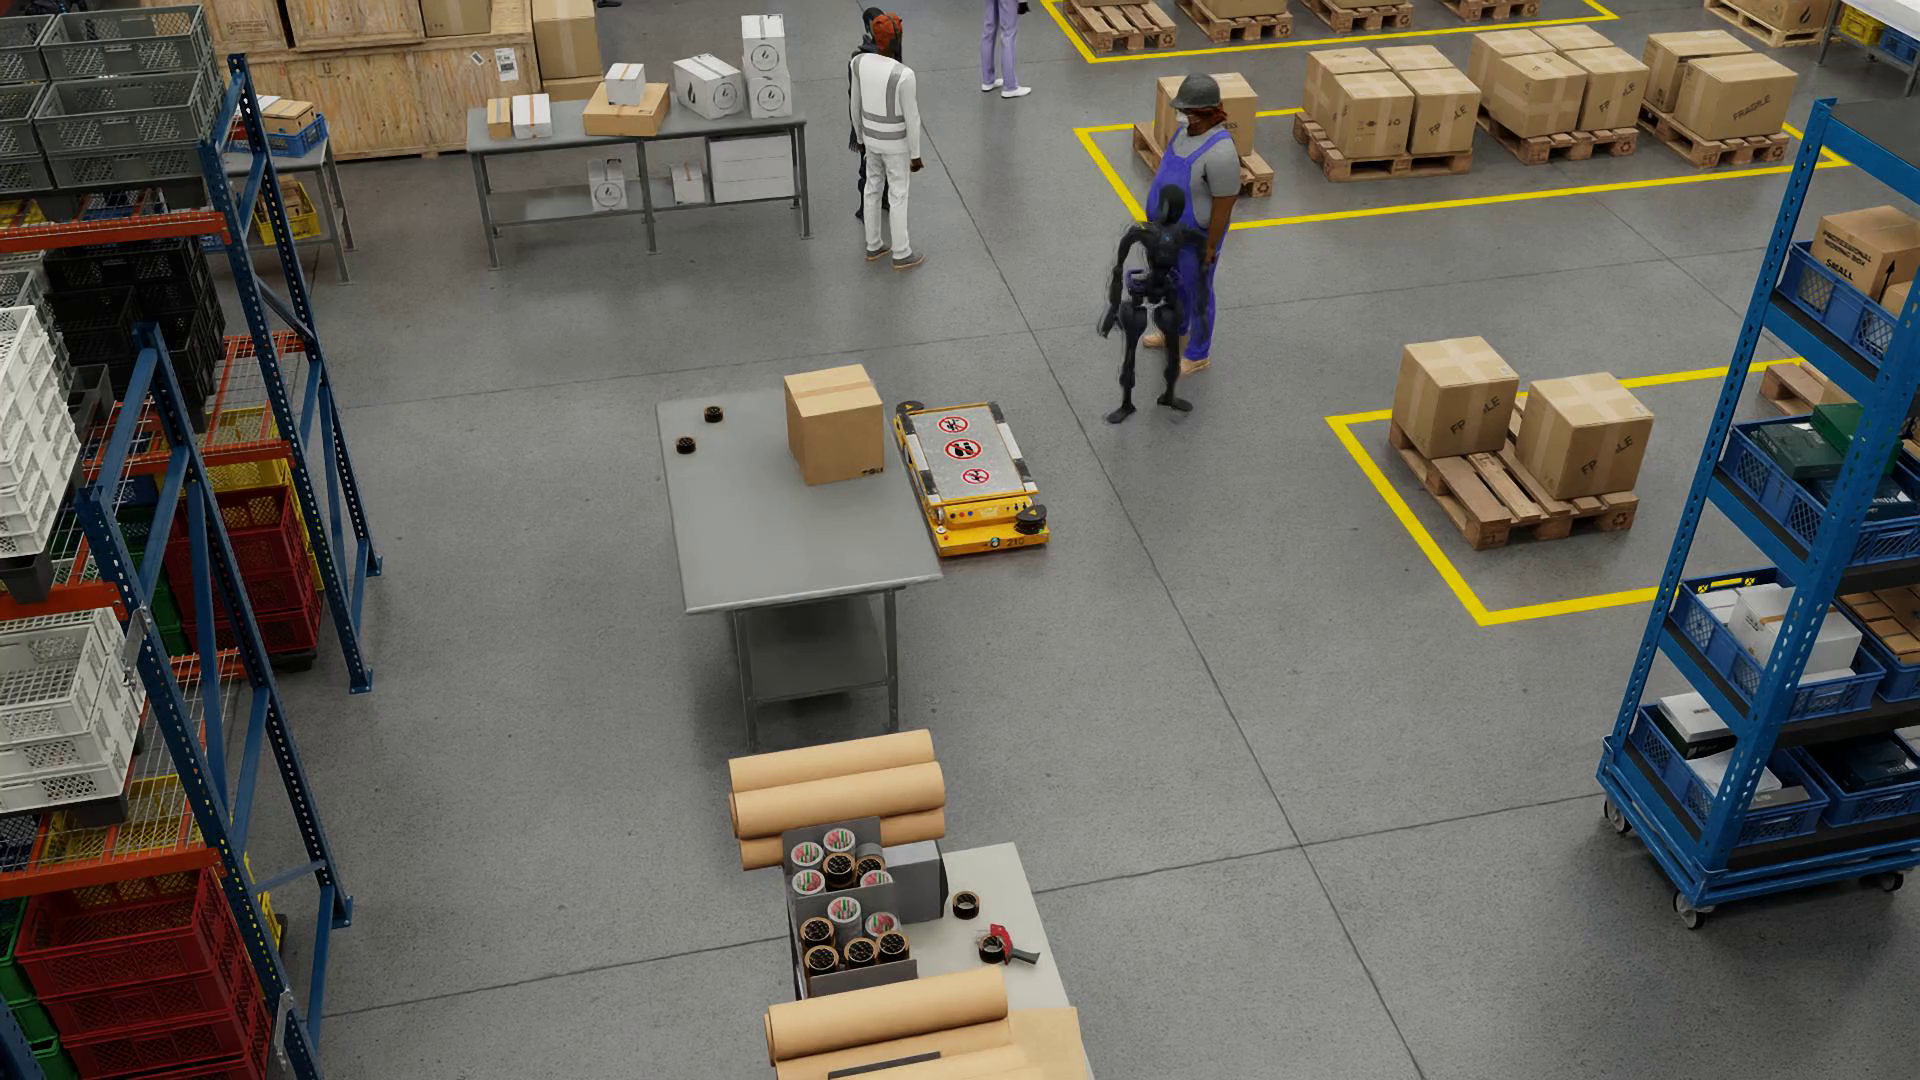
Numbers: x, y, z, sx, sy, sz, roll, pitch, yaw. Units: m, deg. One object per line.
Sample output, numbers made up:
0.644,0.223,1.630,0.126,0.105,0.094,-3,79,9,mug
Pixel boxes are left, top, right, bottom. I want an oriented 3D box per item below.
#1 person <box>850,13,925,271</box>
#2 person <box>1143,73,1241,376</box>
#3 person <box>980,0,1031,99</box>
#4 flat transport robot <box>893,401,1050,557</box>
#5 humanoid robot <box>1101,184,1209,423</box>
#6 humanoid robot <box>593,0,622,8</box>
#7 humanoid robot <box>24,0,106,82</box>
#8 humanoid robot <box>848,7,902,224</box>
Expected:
-0.524,-2.875,12.064,0.583,1.882,0.337,24,43,29,person
1.468,-2.052,10.828,0.536,2.000,0.687,-11,38,-14,person
0.385,-4.903,14.755,0.384,1.927,0.587,-30,46,-34,person
0.046,-0.430,10.108,0.652,0.197,1.431,-8,37,-10,flat transport robot
1.228,-1.442,10.307,0.718,1.630,0.488,-4,37,-6,humanoid robot
-3.663,-6.259,16.776,0.330,1.653,0.600,-17,40,-22,humanoid robot
-7.234,-3.866,13.557,0.327,1.658,0.601,21,41,26,humanoid robot
-0.625,-3.251,12.731,0.308,1.657,0.613,30,46,34,humanoid robot
